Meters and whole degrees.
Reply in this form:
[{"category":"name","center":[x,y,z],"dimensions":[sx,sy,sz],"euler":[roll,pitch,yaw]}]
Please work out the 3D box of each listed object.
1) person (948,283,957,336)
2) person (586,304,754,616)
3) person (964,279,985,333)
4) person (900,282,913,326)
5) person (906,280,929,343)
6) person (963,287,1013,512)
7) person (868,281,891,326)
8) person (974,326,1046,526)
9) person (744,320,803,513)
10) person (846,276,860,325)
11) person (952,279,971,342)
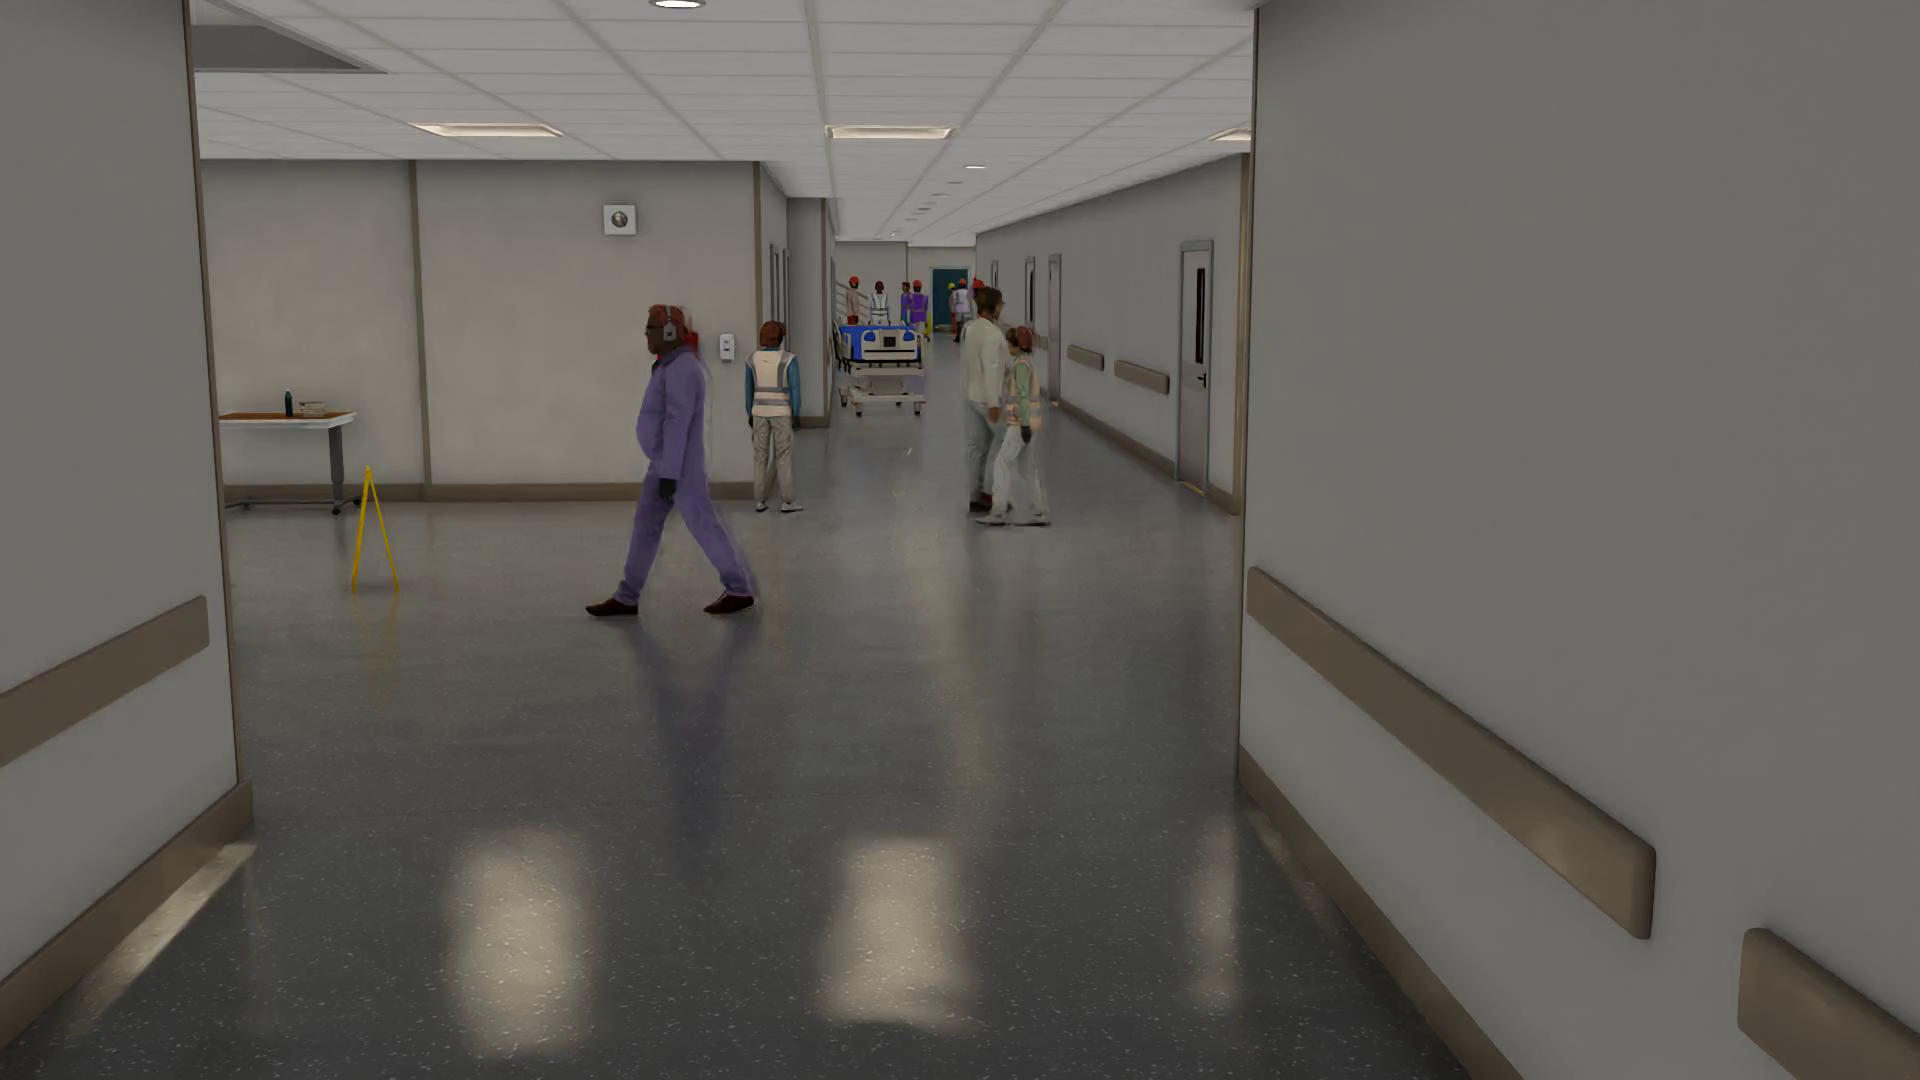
[{"category":"person","center":[-0.247,-7.597,54.940],"dimensions":[0.327,1.760,0.523],"euler":[0,9,-2]},{"category":"person","center":[-1.695,-0.461,9.846],"dimensions":[0.980,1.860,0.659],"euler":[-3,9,-17]},{"category":"person","center":[0.340,-3.964,31.559],"dimensions":[0.545,1.942,0.350],"euler":[-4,10,-22]},{"category":"person","center":[-1.411,-6.022,44.780],"dimensions":[0.389,1.846,0.564],"euler":[-7,11,-36]},{"category":"person","center":[-1.046,-5.324,40.244],"dimensions":[0.564,1.888,0.963],"euler":[-2,9,-13]},{"category":"person","center":[0.274,-1.183,14.160],"dimensions":[0.498,1.921,0.648],"euler":[-3,10,-19]},{"category":"person","center":[-2.000,-5.474,41.213],"dimensions":[0.584,1.882,0.337],"euler":[-3,9,-16]},{"category":"person","center":[0.396,-0.909,13.406],"dimensions":[0.671,1.601,0.548],"euler":[1,9,6]},{"category":"person","center":[-1.596,-1.050,14.206],"dimensions":[0.515,1.640,0.315],"euler":[3,10,21]},{"category":"person","center":[-2.768,-5.853,43.254],"dimensions":[0.390,1.991,0.626],"euler":[-4,10,-23]},{"category":"person","center":[0.077,-6.904,50.111],"dimensions":[0.660,1.920,0.452],"euler":[-1,9,-8]}]
